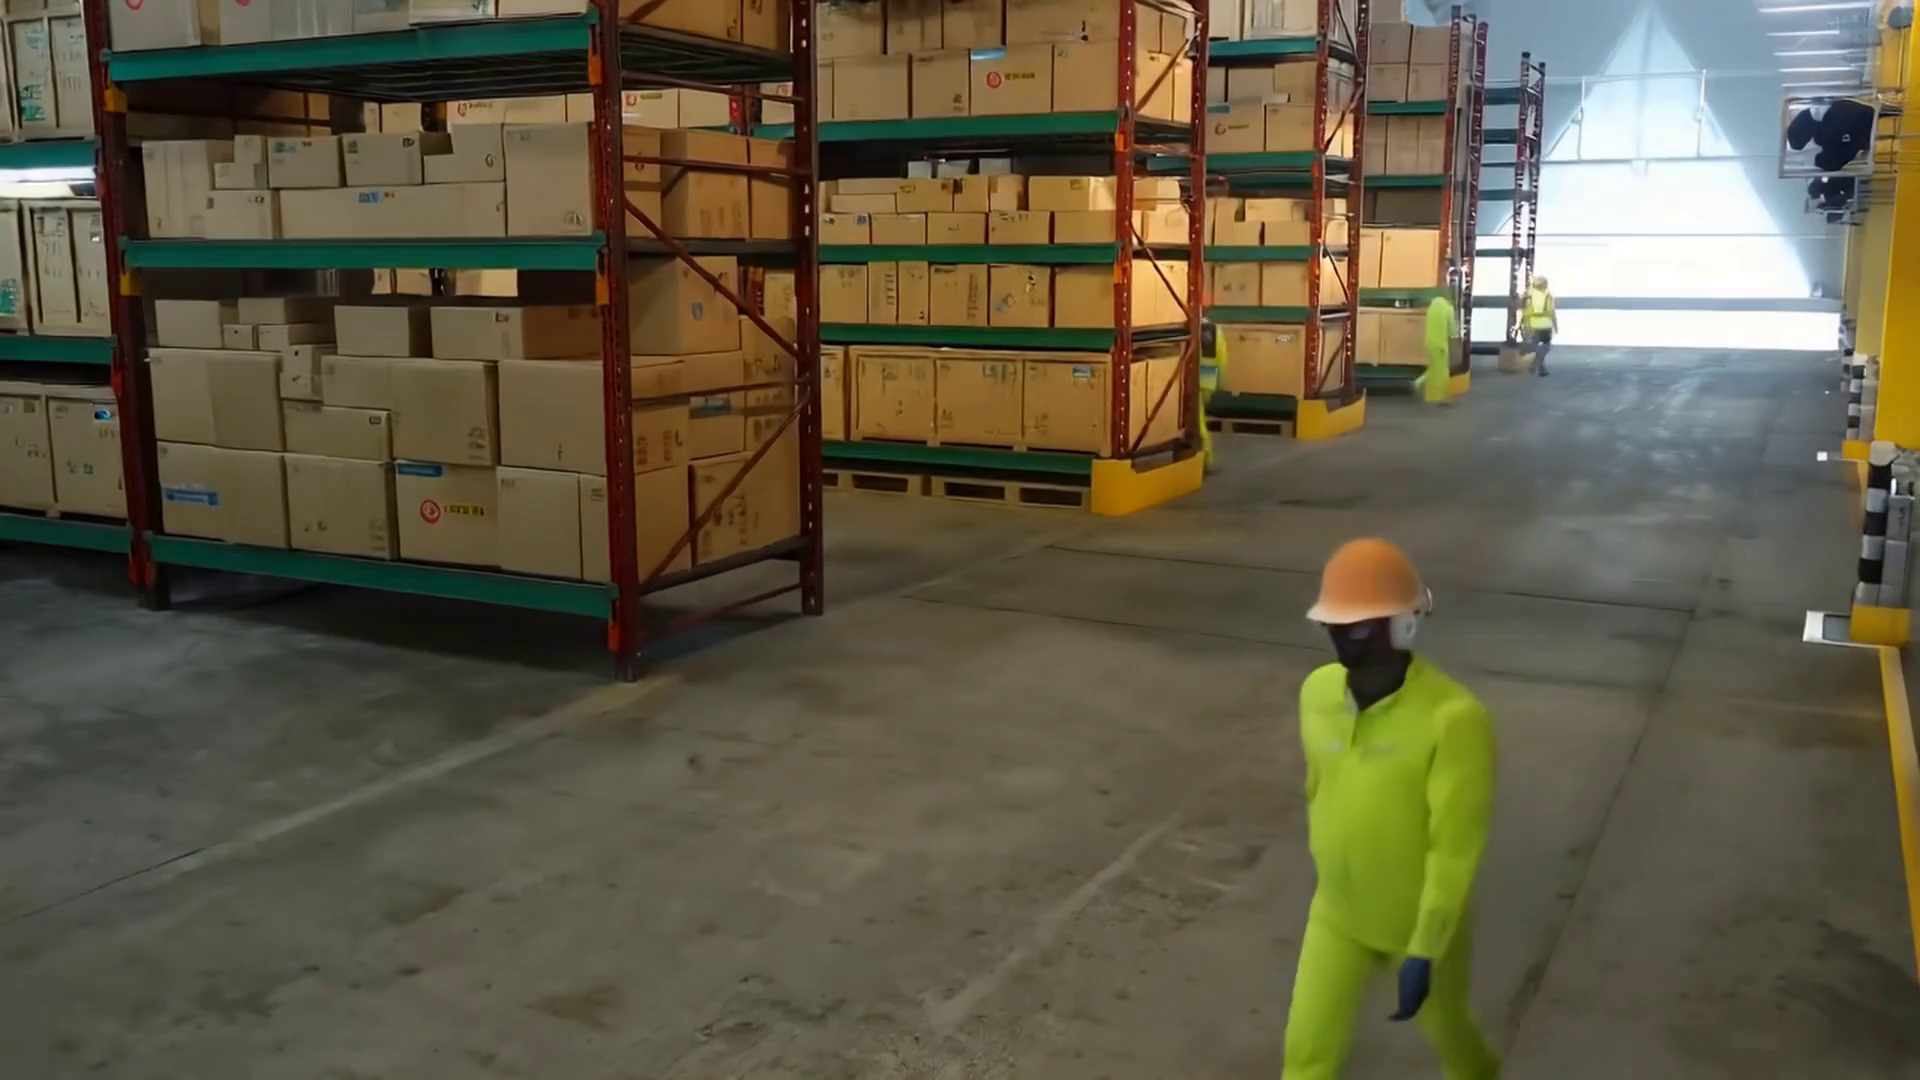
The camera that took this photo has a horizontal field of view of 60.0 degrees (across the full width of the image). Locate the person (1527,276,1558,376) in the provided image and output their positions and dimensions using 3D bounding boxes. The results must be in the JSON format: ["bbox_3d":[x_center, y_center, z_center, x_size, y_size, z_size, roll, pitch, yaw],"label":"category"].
[{"bbox_3d":[11.008,-4.042,31.488,0.586,1.895,0.635,-8,13,-40],"label":"person"}]

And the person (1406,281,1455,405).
[{"bbox_3d":[7.246,-3.003,25.471,0.662,1.908,0.664,1,10,8],"label":"person"}]

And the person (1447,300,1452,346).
[{"bbox_3d":[8.622,-3.586,29.631,0.536,1.624,0.375,-5,11,-28],"label":"person"}]

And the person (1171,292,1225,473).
[{"bbox_3d":[2.451,-1.701,17.878,0.642,1.909,0.881,-6,12,-31],"label":"person"}]

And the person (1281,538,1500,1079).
[{"bbox_3d":[0.994,0.831,3.859,0.934,1.702,0.557,-8,13,-39],"label":"person"}]
